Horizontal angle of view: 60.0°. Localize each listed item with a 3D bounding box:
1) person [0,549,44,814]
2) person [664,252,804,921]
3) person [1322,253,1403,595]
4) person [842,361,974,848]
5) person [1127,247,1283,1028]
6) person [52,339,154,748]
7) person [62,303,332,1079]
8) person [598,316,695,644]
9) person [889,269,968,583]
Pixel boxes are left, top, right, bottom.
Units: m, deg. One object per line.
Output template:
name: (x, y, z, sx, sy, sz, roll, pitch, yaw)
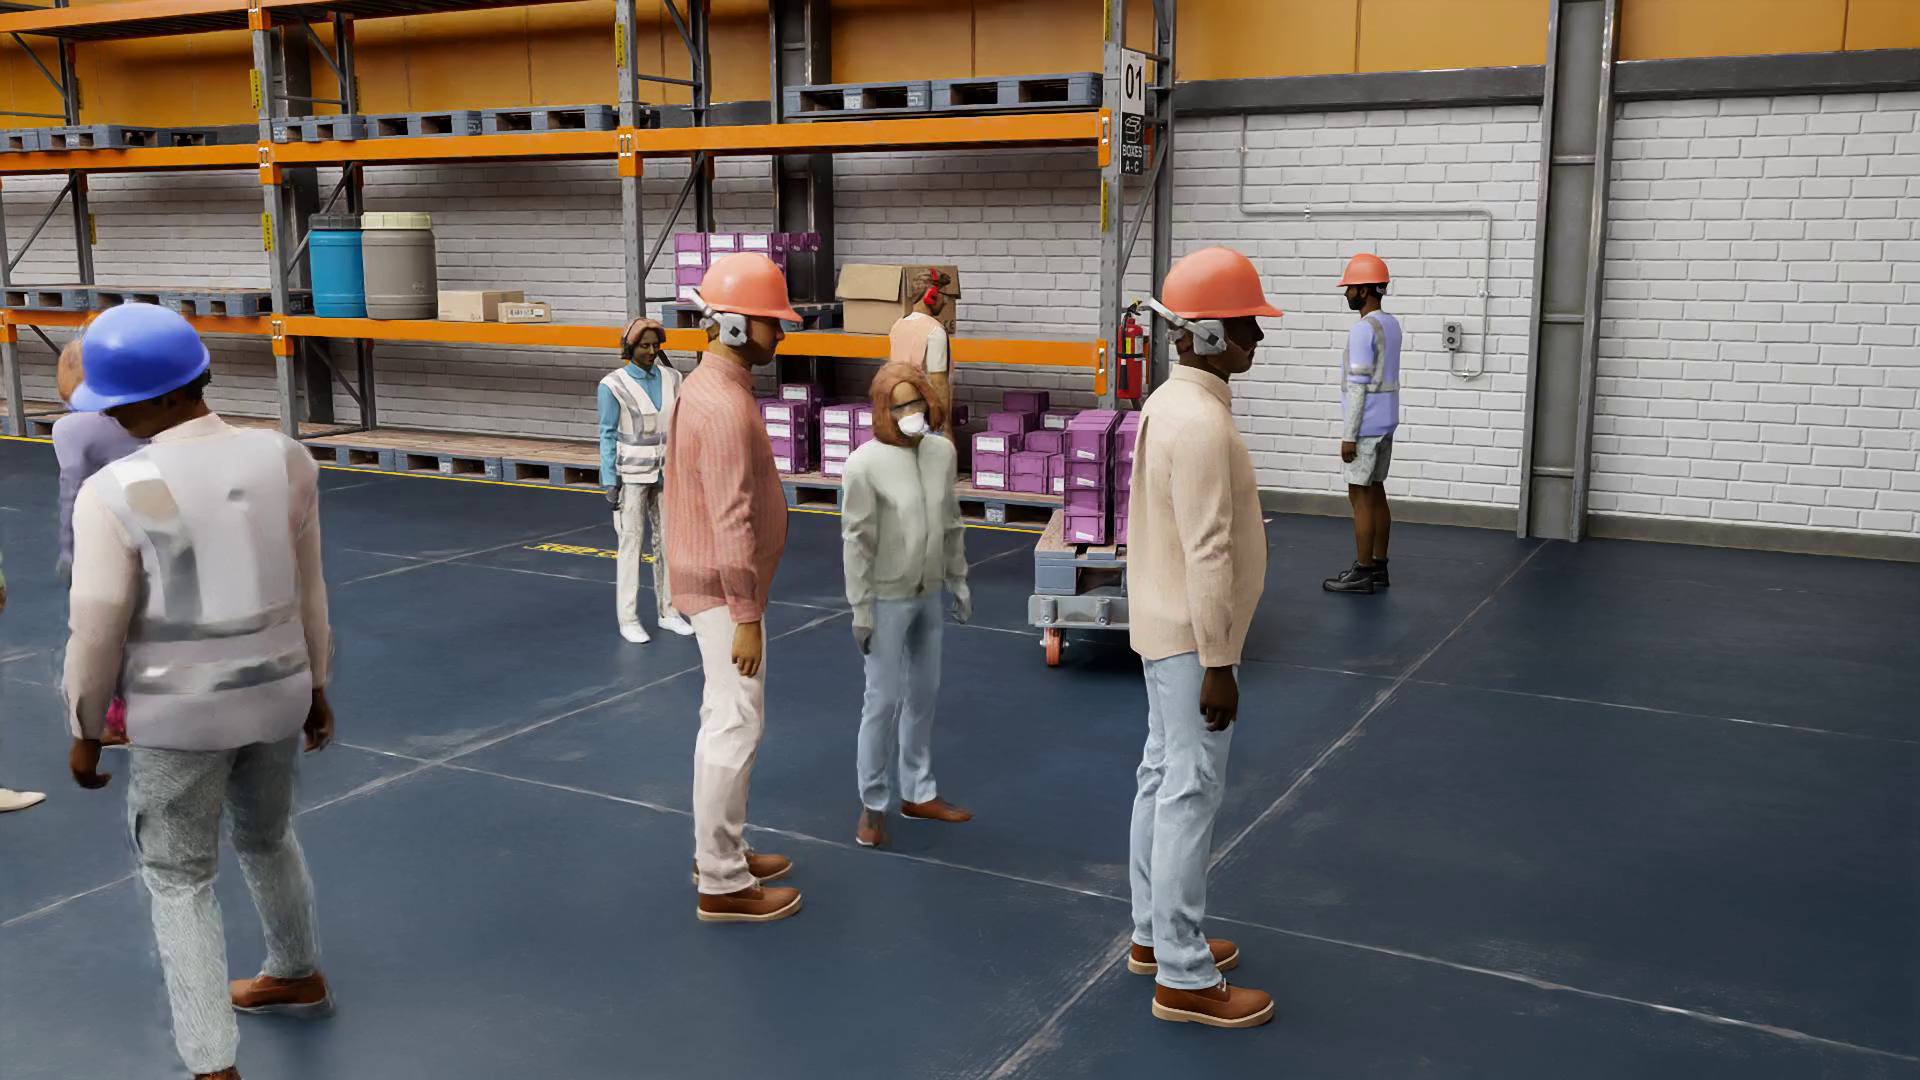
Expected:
person: (-3.534, 0.092, 5.816, 0.530, 1.763, 0.328, 4, 11, 22)
person: (-0.659, 0.152, 4.924, 0.410, 1.980, 0.626, -3, 11, -14)
person: (2.295, -0.653, 9.474, 0.383, 1.931, 0.544, 7, 12, 33)
person: (-0.165, 0.211, 5.595, 0.303, 1.615, 0.565, 9, 14, 40)
person: (0.621, 0.248, 4.335, 0.379, 1.996, 0.609, -1, 10, -4)
person: (-3.374, 0.013, 6.617, 0.279, 1.633, 0.498, 3, 11, 16)
person: (-1.769, 0.385, 3.925, 0.627, 1.884, 0.649, 6, 12, 31)
person: (-1.580, -0.301, 8.346, 0.312, 1.631, 0.529, 9, 14, 42)
person: (-0.224, -0.663, 9.763, 0.390, 1.838, 0.562, -6, 12, -31)
